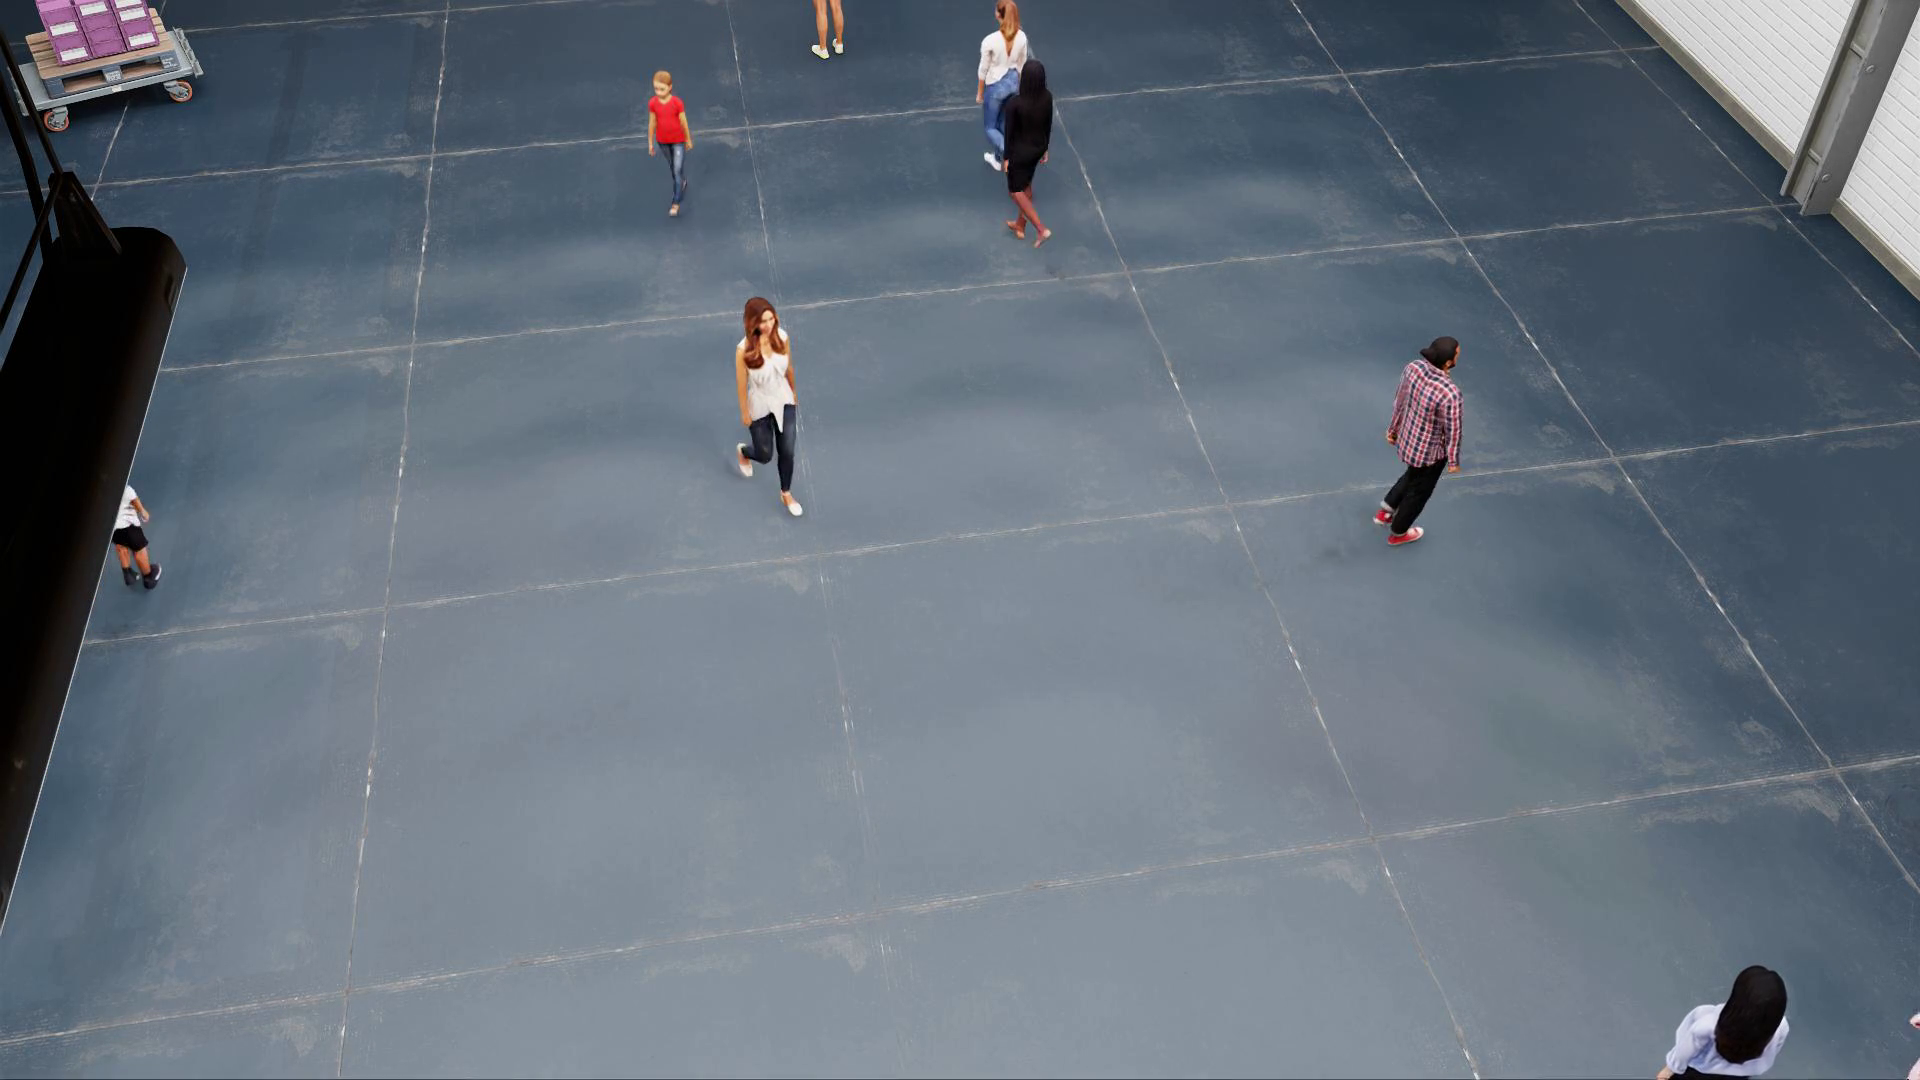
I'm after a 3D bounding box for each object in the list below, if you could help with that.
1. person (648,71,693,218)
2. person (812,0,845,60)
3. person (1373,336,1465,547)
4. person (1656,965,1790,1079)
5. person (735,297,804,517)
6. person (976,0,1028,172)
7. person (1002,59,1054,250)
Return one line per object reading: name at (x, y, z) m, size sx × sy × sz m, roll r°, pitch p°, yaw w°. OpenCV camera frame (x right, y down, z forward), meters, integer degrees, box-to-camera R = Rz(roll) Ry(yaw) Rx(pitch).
person at (-2.517, -3.543, 14.607) m, size 0.693 × 1.279 × 0.946 m, roll 7°, pitch 44°, yaw 7°
person at (-1.338, -5.650, 16.447) m, size 0.643 × 1.792 × 0.665 m, roll -20°, pitch 47°, yaw -20°
person at (3.071, -0.628, 11.205) m, size 0.805 × 1.751 × 0.635 m, roll -16°, pitch 46°, yaw -17°
person at (3.527, 2.566, 7.858) m, size 0.653 × 1.744 × 0.581 m, roll -3°, pitch 44°, yaw -3°
person at (-1.371, -0.966, 11.548) m, size 0.838 × 1.768 × 0.999 m, roll -28°, pitch 50°, yaw -26°
person at (0.401, -3.936, 14.711) m, size 0.838 × 1.705 × 1.053 m, roll -22°, pitch 48°, yaw -22°
person at (0.595, -3.184, 13.922) m, size 0.845 × 1.704 × 1.025 m, roll -24°, pitch 49°, yaw -23°
